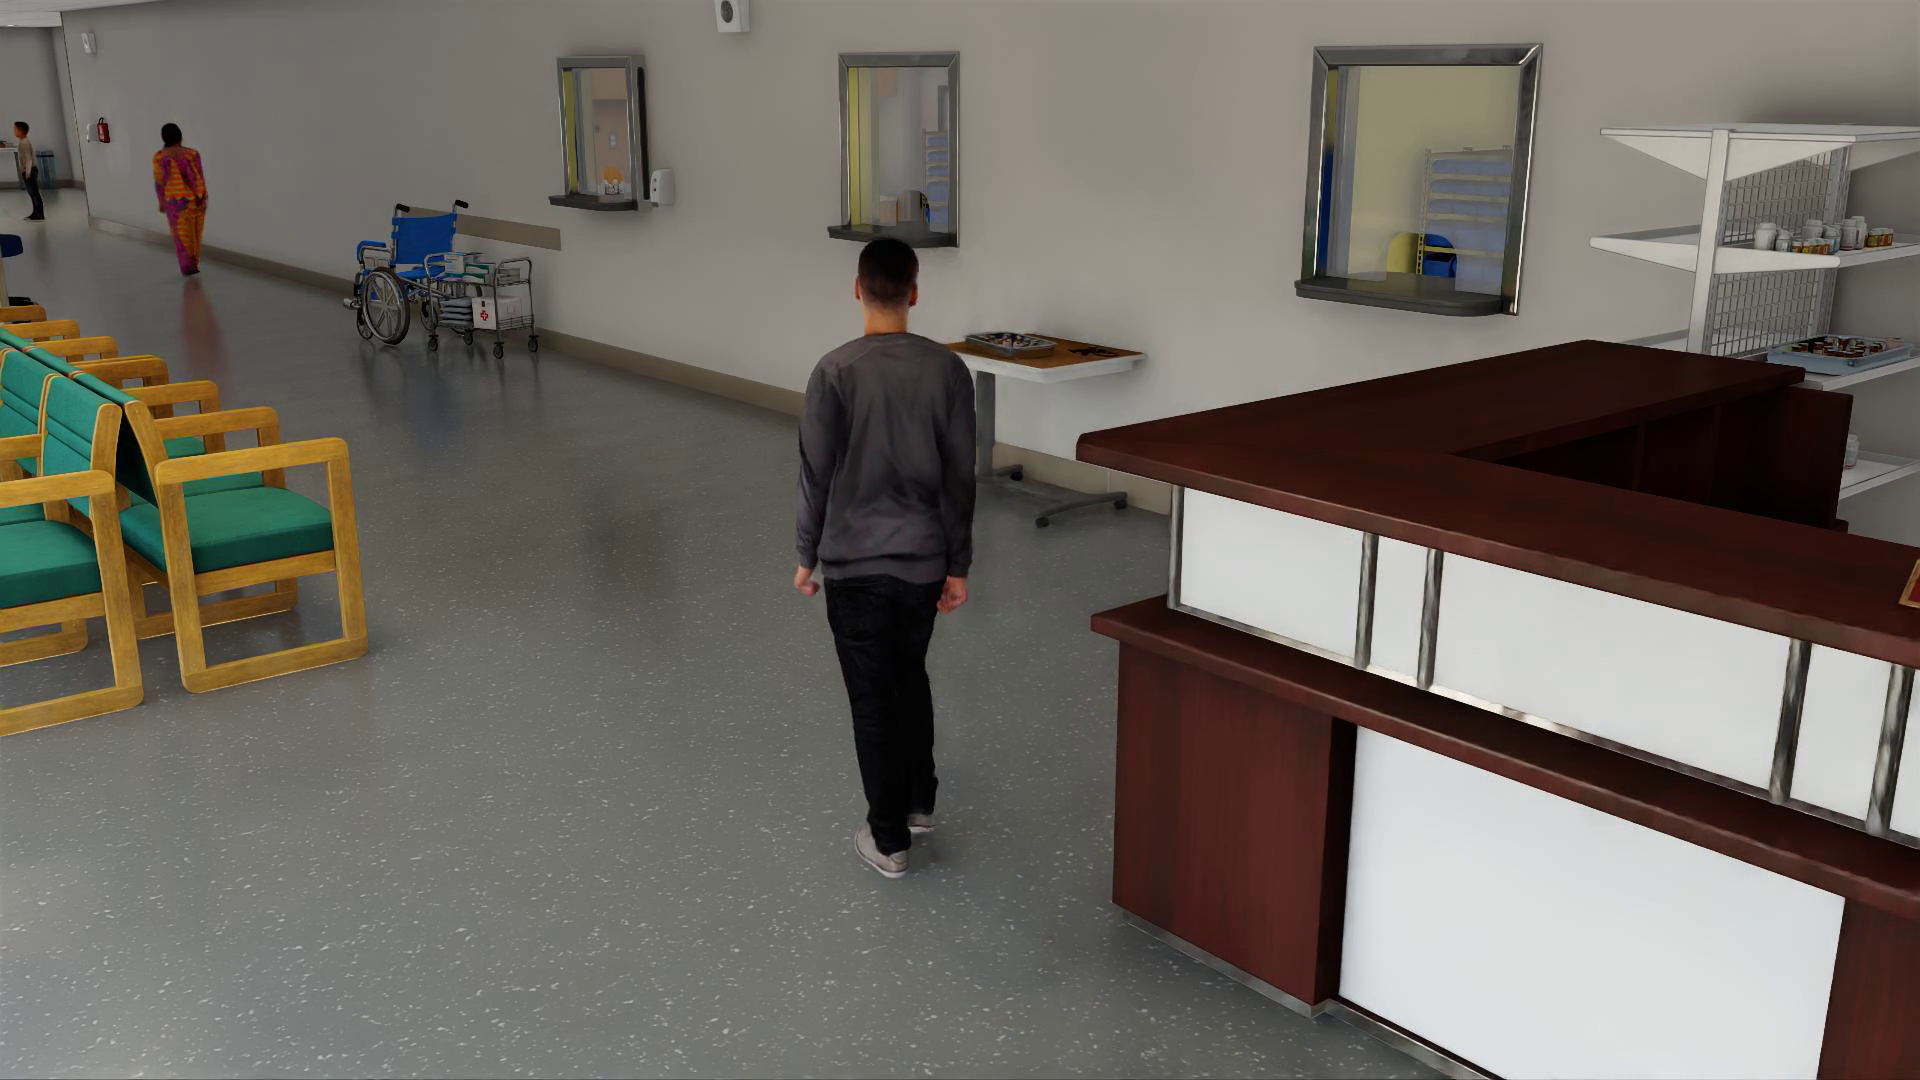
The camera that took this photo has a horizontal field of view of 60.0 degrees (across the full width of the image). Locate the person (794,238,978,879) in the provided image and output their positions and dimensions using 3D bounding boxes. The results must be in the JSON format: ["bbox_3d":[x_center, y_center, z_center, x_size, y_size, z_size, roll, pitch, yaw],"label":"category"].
[{"bbox_3d":[-0.172,0.092,4.473,0.644,1.749,0.760,-7,17,-22],"label":"person"}]

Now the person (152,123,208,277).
[{"bbox_3d":[-8.380,-3.658,17.962,1.206,1.648,0.880,-7,17,-24],"label":"person"}]

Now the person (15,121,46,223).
[{"bbox_3d":[-13.928,-5.514,24.887,0.516,1.463,0.567,-11,19,-34],"label":"person"}]
